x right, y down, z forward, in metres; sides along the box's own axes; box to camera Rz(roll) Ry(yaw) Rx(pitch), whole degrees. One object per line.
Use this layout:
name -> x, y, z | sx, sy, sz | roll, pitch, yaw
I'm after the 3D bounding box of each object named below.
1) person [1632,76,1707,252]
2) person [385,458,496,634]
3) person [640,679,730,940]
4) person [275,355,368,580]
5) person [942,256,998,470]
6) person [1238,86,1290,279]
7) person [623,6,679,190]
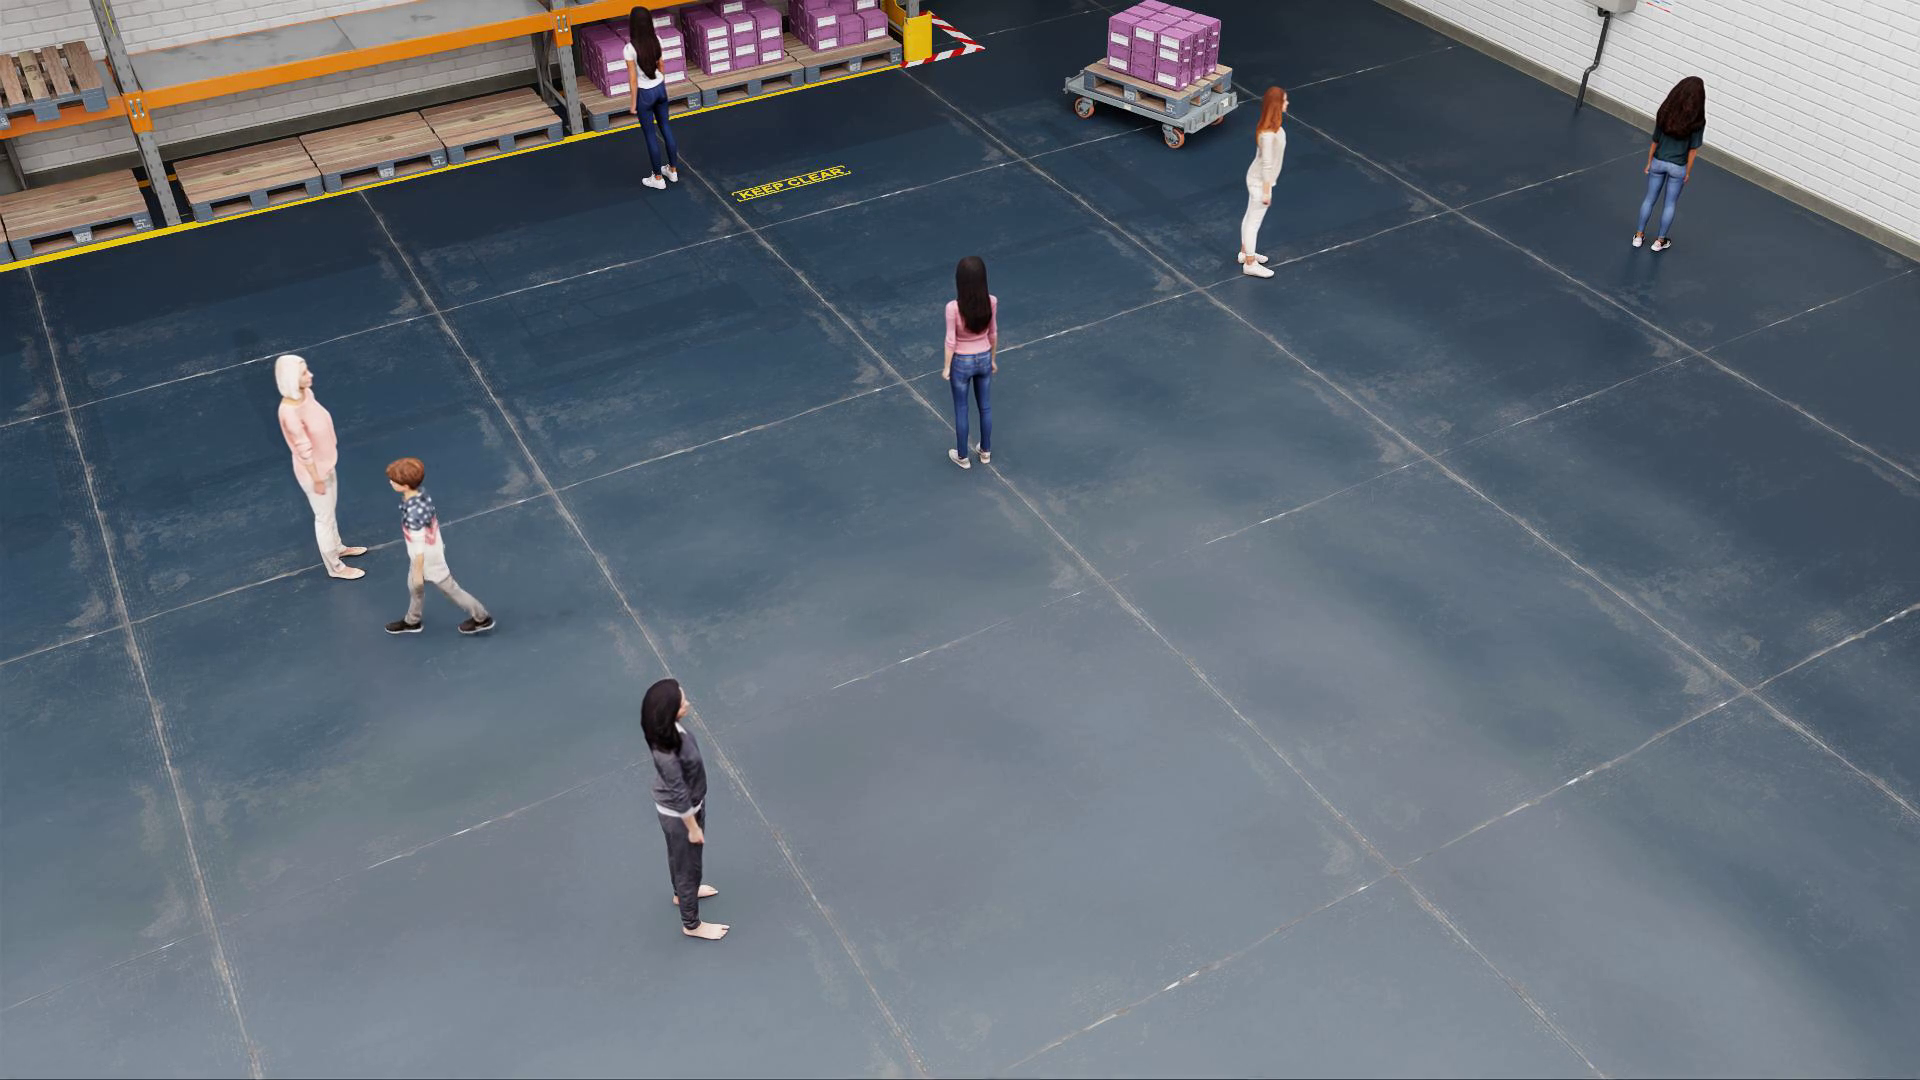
person -> 6.379, -3.381, 14.947 | 0.682, 1.616, 0.700 | 27, 46, 29
person -> -3.388, 0.081, 10.782 | 1.007, 1.404, 0.728 | -7, 39, -8
person -> -1.490, 1.416, 8.821 | 0.578, 1.765, 0.632 | -11, 40, -14
person -> -4.368, -0.511, 11.266 | 0.638, 1.724, 0.664 | -6, 39, -7
person -> 0.079, -1.308, 12.250 | 0.482, 1.742, 0.666 | -14, 41, -17
person -> 2.636, -3.154, 14.586 | 0.738, 1.713, 0.695 | 5, 39, 6
person -> -2.944, -4.221, 15.872 | 0.709, 1.775, 0.562 | 29, 47, 31
